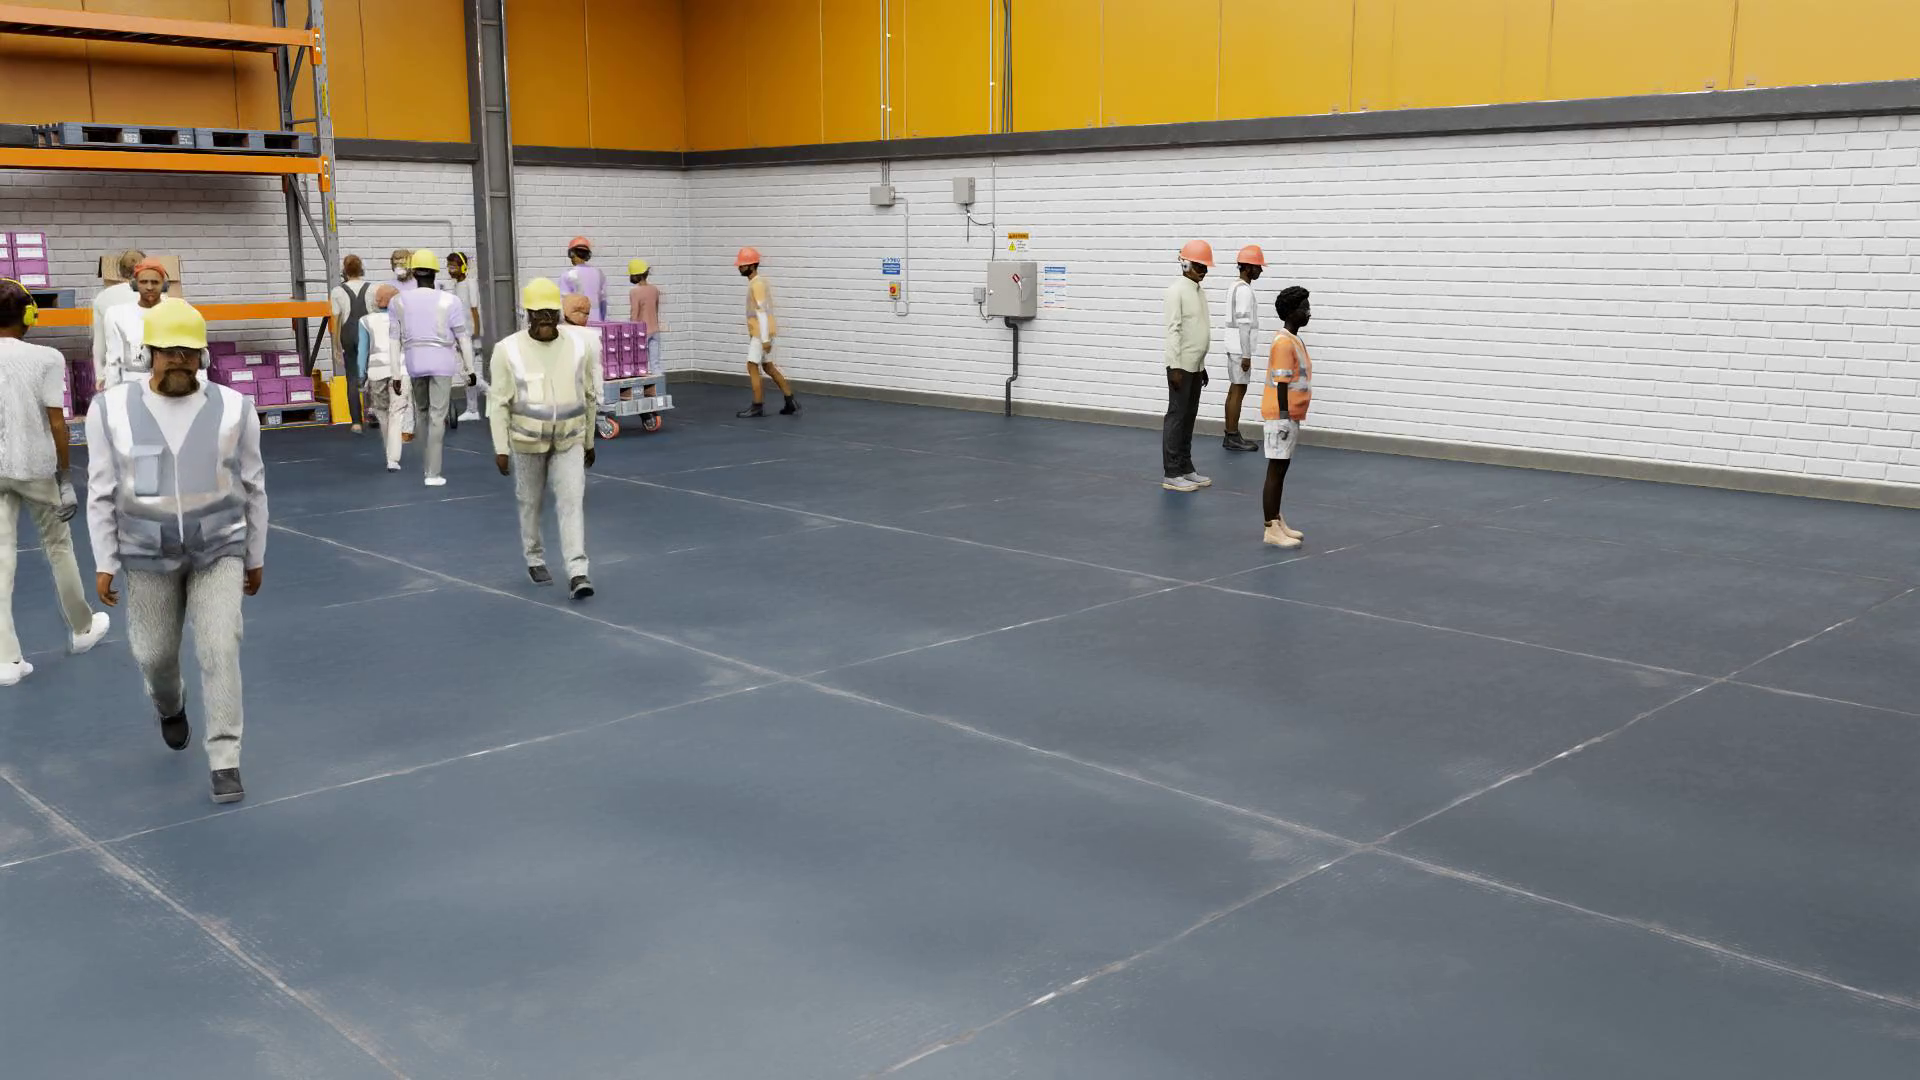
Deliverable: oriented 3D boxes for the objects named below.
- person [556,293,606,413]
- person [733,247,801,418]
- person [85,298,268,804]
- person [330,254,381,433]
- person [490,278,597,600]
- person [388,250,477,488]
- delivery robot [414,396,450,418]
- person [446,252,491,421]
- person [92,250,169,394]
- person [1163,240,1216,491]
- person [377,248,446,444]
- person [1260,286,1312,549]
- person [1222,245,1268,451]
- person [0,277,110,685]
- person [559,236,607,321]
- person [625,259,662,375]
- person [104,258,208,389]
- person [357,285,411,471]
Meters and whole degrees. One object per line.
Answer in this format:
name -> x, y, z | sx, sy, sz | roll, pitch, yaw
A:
person -> -2.999, -1.085, 12.673 | 0.508, 1.586, 0.682 | 4, 11, 19
person -> -2.148, -2.303, 18.507 | 0.709, 1.908, 0.568 | -1, 10, -4
person -> -2.846, 0.017, 6.092 | 0.597, 1.808, 0.744 | -5, 11, -24
person -> -6.144, -1.998, 17.016 | 0.520, 1.828, 0.416 | -4, 11, -22
person -> -2.319, -0.568, 9.331 | 0.614, 1.781, 0.927 | -5, 11, -24
person -> -4.273, -1.400, 13.560 | 0.602, 1.895, 0.807 | 1, 10, 3
delivery robot -> -5.570, -1.504, 17.544 | 0.477, 0.478, 0.707 | -3, 11, -16
person -> -5.317, -2.197, 18.062 | 0.492, 1.844, 0.626 | -8, 13, -36
person -> -6.336, -1.307, 13.041 | 0.659, 1.899, 0.968 | 2, 11, 10
person -> 1.834, -1.394, 13.299 | 0.393, 1.985, 0.611 | 6, 12, 29
person -> -5.386, -1.926, 16.443 | 0.645, 1.907, 0.908 | 1, 10, 4
person -> 2.133, -0.806, 10.875 | 0.322, 1.697, 0.536 | 3, 11, 18
person -> 2.686, -1.799, 15.667 | 0.380, 1.929, 0.540 | 0, 10, 0
person -> -4.365, -0.300, 7.770 | 0.541, 1.821, 0.944 | -2, 11, -9
person -> -4.282, -2.419, 18.817 | 0.439, 2.003, 0.650 | 7, 13, 34
person -> -3.689, -2.399, 19.470 | 0.480, 1.745, 0.616 | 6, 12, 29
person -> -5.295, -0.913, 10.984 | 0.619, 1.866, 0.563 | -4, 11, -22
person -> -4.935, -1.417, 14.472 | 0.529, 1.582, 0.878 | -1, 10, -6
